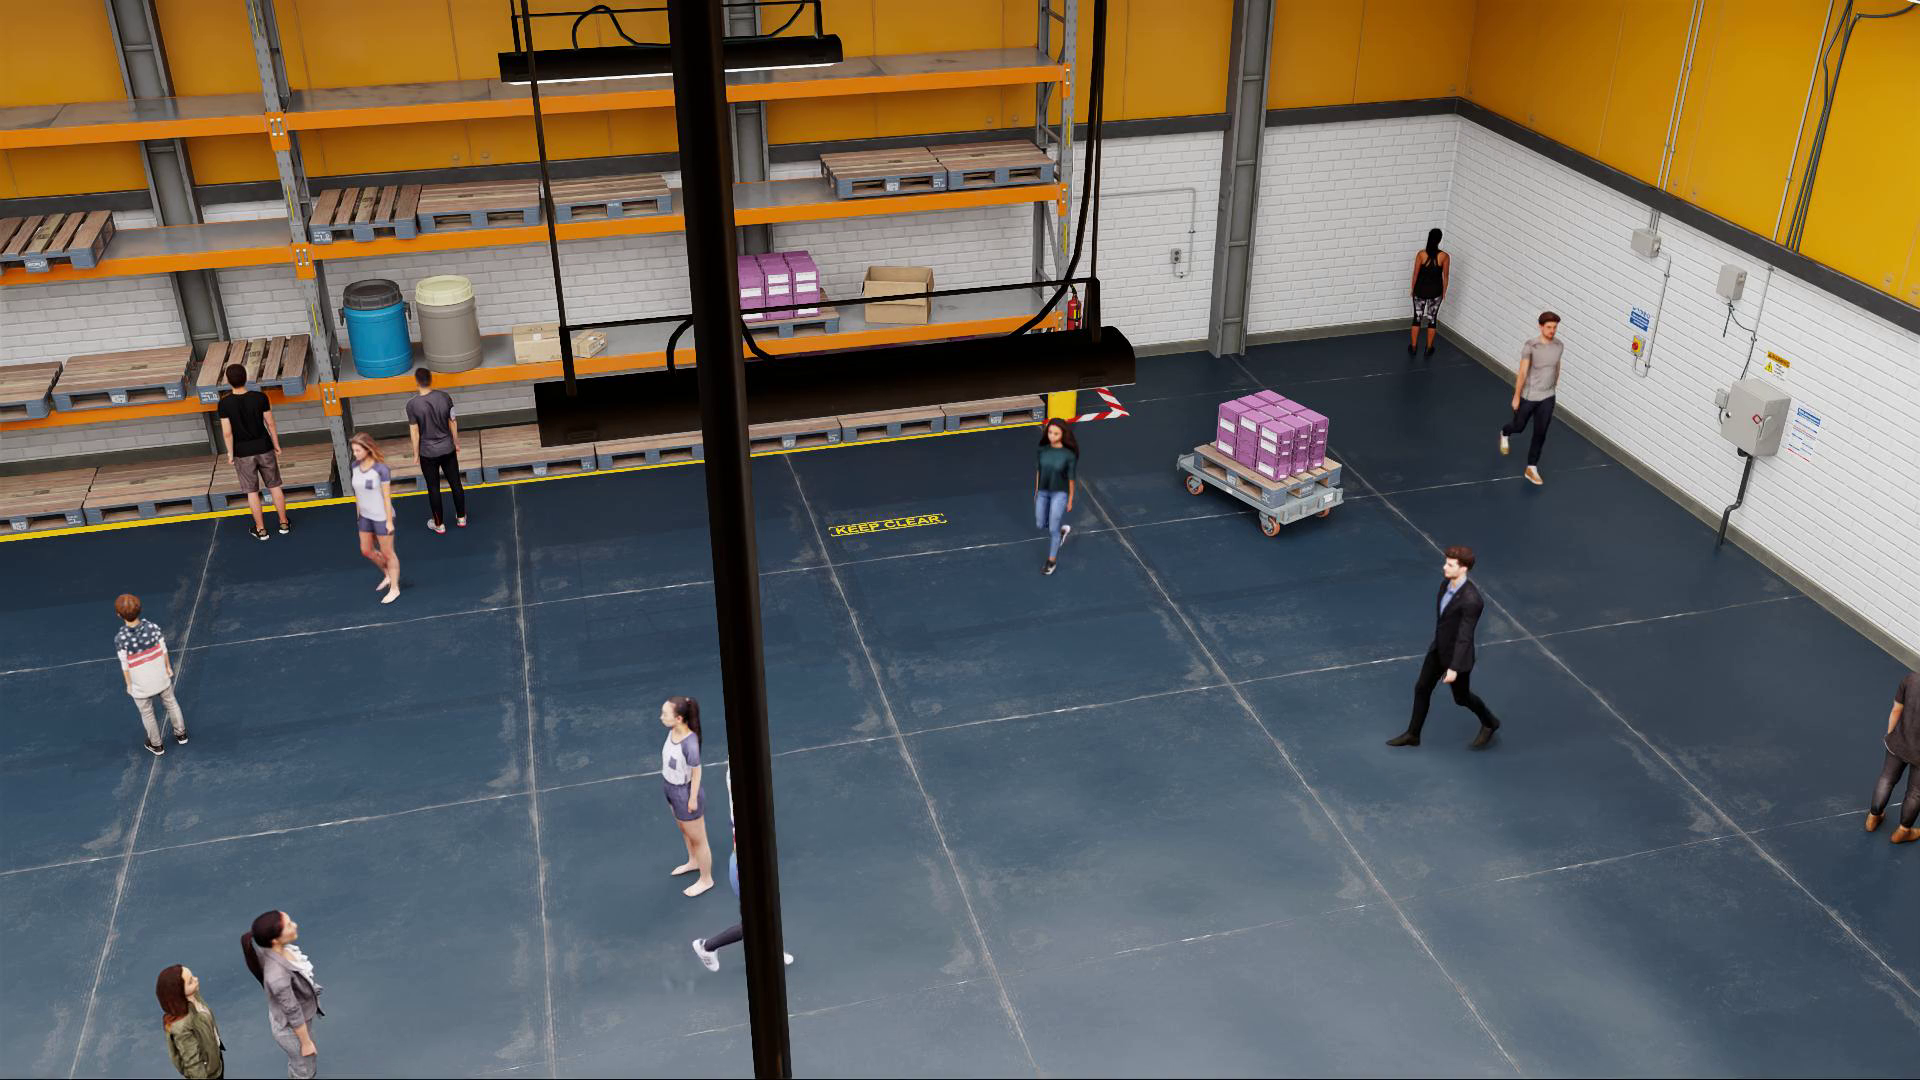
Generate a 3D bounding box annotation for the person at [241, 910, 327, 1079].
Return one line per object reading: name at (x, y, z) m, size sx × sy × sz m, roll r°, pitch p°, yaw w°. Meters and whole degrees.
person at (-3.982, 2.887, 9.945) m, size 0.664 × 1.678 × 0.680 m, roll -15°, pitch 32°, yaw -25°

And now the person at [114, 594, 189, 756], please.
person at (-6.613, 1.073, 13.520) m, size 0.647 × 1.439 × 0.546 m, roll 24°, pitch 37°, yaw 37°

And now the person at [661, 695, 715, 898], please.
person at (-1.957, 1.809, 11.951) m, size 0.575 × 1.650 × 0.632 m, roll -14°, pitch 31°, yaw -23°

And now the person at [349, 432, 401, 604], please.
person at (-5.440, -0.231, 15.611) m, size 0.690 × 1.726 × 0.761 m, roll 13°, pitch 31°, yaw 22°

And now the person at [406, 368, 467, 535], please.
person at (-5.297, -0.913, 16.822) m, size 0.609 × 1.764 × 0.769 m, roll -19°, pitch 34°, yaw -31°

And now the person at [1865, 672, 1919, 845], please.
person at (7.162, 1.503, 12.439) m, size 0.672 × 1.719 × 0.692 m, roll -19°, pitch 34°, yaw -31°

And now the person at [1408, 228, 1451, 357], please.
person at (5.922, -3.157, 21.042) m, size 0.606 × 1.663 × 0.721 m, roll 7°, pitch 29°, yaw 13°

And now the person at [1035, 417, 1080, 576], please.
person at (0.948, -0.473, 16.180) m, size 0.860 × 1.607 × 0.928 m, roll 17°, pitch 33°, yaw 28°

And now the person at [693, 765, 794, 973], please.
person at (-1.482, 2.201, 11.084) m, size 0.957 × 1.793 × 0.772 m, roll -1°, pitch 29°, yaw -3°

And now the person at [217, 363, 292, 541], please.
person at (-7.099, -0.896, 16.689) m, size 0.627 × 1.861 × 0.799 m, roll -17°, pitch 33°, yaw -29°

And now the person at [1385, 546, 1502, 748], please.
person at (4.041, 0.906, 13.385) m, size 1.160 × 1.863 × 0.681 m, roll -8°, pitch 30°, yaw -14°

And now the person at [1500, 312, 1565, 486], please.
person at (6.178, -1.591, 17.957) m, size 1.108 × 1.868 × 0.817 m, roll -3°, pitch 29°, yaw -6°

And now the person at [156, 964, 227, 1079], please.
person at (-4.465, 3.081, 9.799) m, size 0.509 × 1.476 × 0.584 m, roll -9°, pitch 30°, yaw -15°
